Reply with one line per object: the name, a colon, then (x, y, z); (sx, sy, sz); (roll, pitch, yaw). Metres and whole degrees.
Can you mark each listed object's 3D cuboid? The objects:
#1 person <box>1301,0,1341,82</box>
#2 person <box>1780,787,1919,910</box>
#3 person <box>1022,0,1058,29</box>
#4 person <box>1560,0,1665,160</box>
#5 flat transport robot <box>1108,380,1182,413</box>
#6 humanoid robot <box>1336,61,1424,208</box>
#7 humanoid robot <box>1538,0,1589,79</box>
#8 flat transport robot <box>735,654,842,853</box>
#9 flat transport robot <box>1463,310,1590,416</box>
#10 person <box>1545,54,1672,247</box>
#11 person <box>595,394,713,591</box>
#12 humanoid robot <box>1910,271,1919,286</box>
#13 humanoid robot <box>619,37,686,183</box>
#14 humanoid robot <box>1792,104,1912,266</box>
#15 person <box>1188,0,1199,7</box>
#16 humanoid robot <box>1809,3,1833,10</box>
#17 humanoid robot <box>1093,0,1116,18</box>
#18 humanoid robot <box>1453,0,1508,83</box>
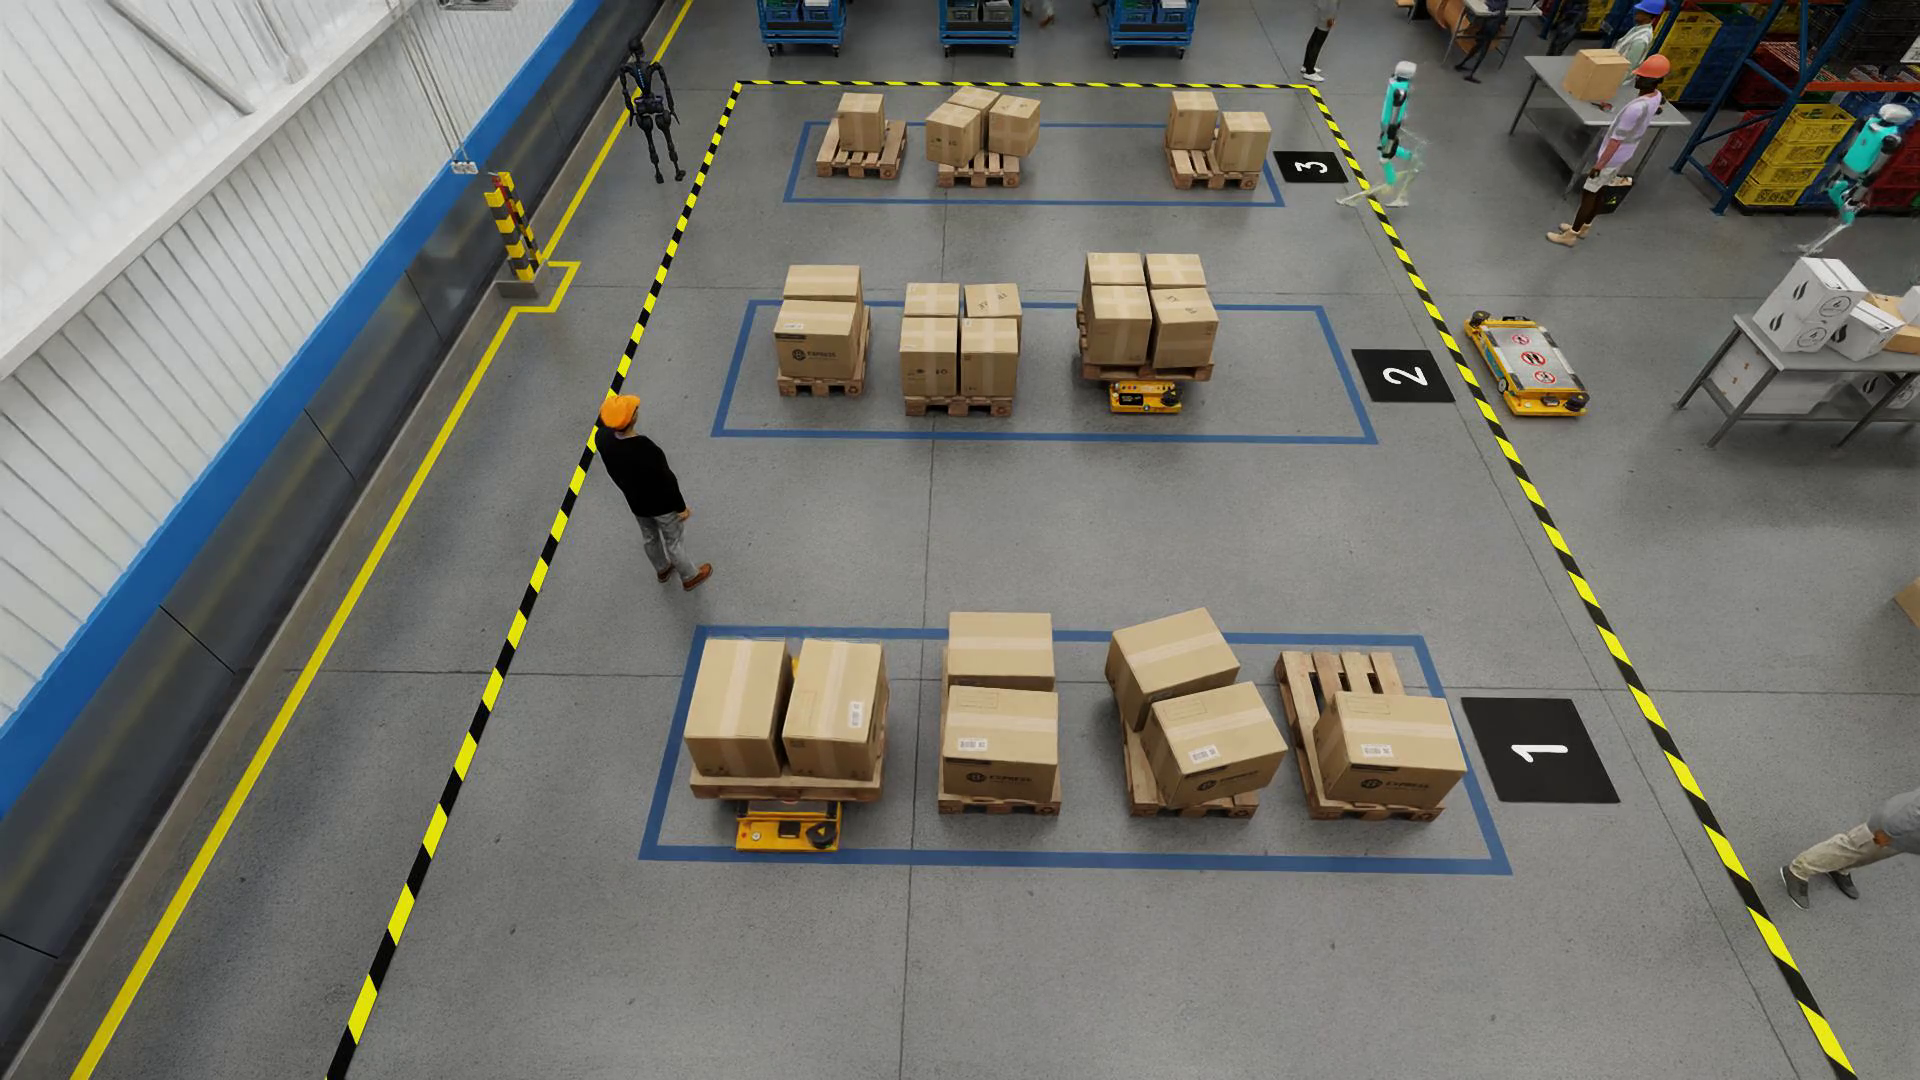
person: (5.274, -7.546, 13.022); (0.407, 1.846, 0.588); (7, 49, 6)
person: (5.421, 1.587, 5.166); (0.573, 1.768, 0.399); (-7, 49, -6)
person: (1.333, -9.138, 14.379); (0.713, 1.883, 0.955); (-25, 53, -20)
person: (8.096, -5.690, 11.346); (0.381, 1.951, 0.603); (19, 52, 15)
flat transport robot: (1.773, -1.807, 9.079); (0.652, 0.197, 1.431); (1, 49, 1)
humanoid robot: (5.084, -4.530, 10.506); (1.047, 1.740, 0.549); (9, 50, 8)
humanoid robot: (8.646, -7.321, 12.942); (0.420, 1.637, 0.614); (0, 49, 0)
flat transport robot: (-1.100, 1.412, 6.293); (0.652, 0.197, 1.431); (1, 49, 1)
flat transport robot: (5.573, -1.757, 9.054); (0.659, 0.231, 1.431); (1, 49, 1)
person: (7.101, -4.215, 10.017); (0.607, 2.034, 0.396); (-34, 57, -26)
person: (-2.262, -0.314, 6.738); (0.585, 1.884, 0.362); (19, 52, 16)
humanoid robot: (10.567, -3.350, 9.394); (0.530, 1.693, 0.735); (4, 49, 4)
humanoid robot: (-3.733, -5.174, 11.070); (0.599, 1.657, 0.315); (-7, 49, -6)
humanoid robot: (9.652, -3.752, 9.810); (0.863, 1.772, 0.601); (1, 49, 1)
person: (3.820, -9.643, 14.757); (0.601, 1.966, 0.370); (-25, 54, -20)
humanoid robot: (12.727, -8.136, 13.634); (0.315, 1.657, 0.599); (-25, 54, -20)
humanoid robot: (2.420, -9.159, 14.533); (0.491, 1.645, 0.597); (5, 49, 4)
humanoid robot: (7.582, -7.473, 13.067); (0.389, 1.642, 0.599); (8, 50, 7)
